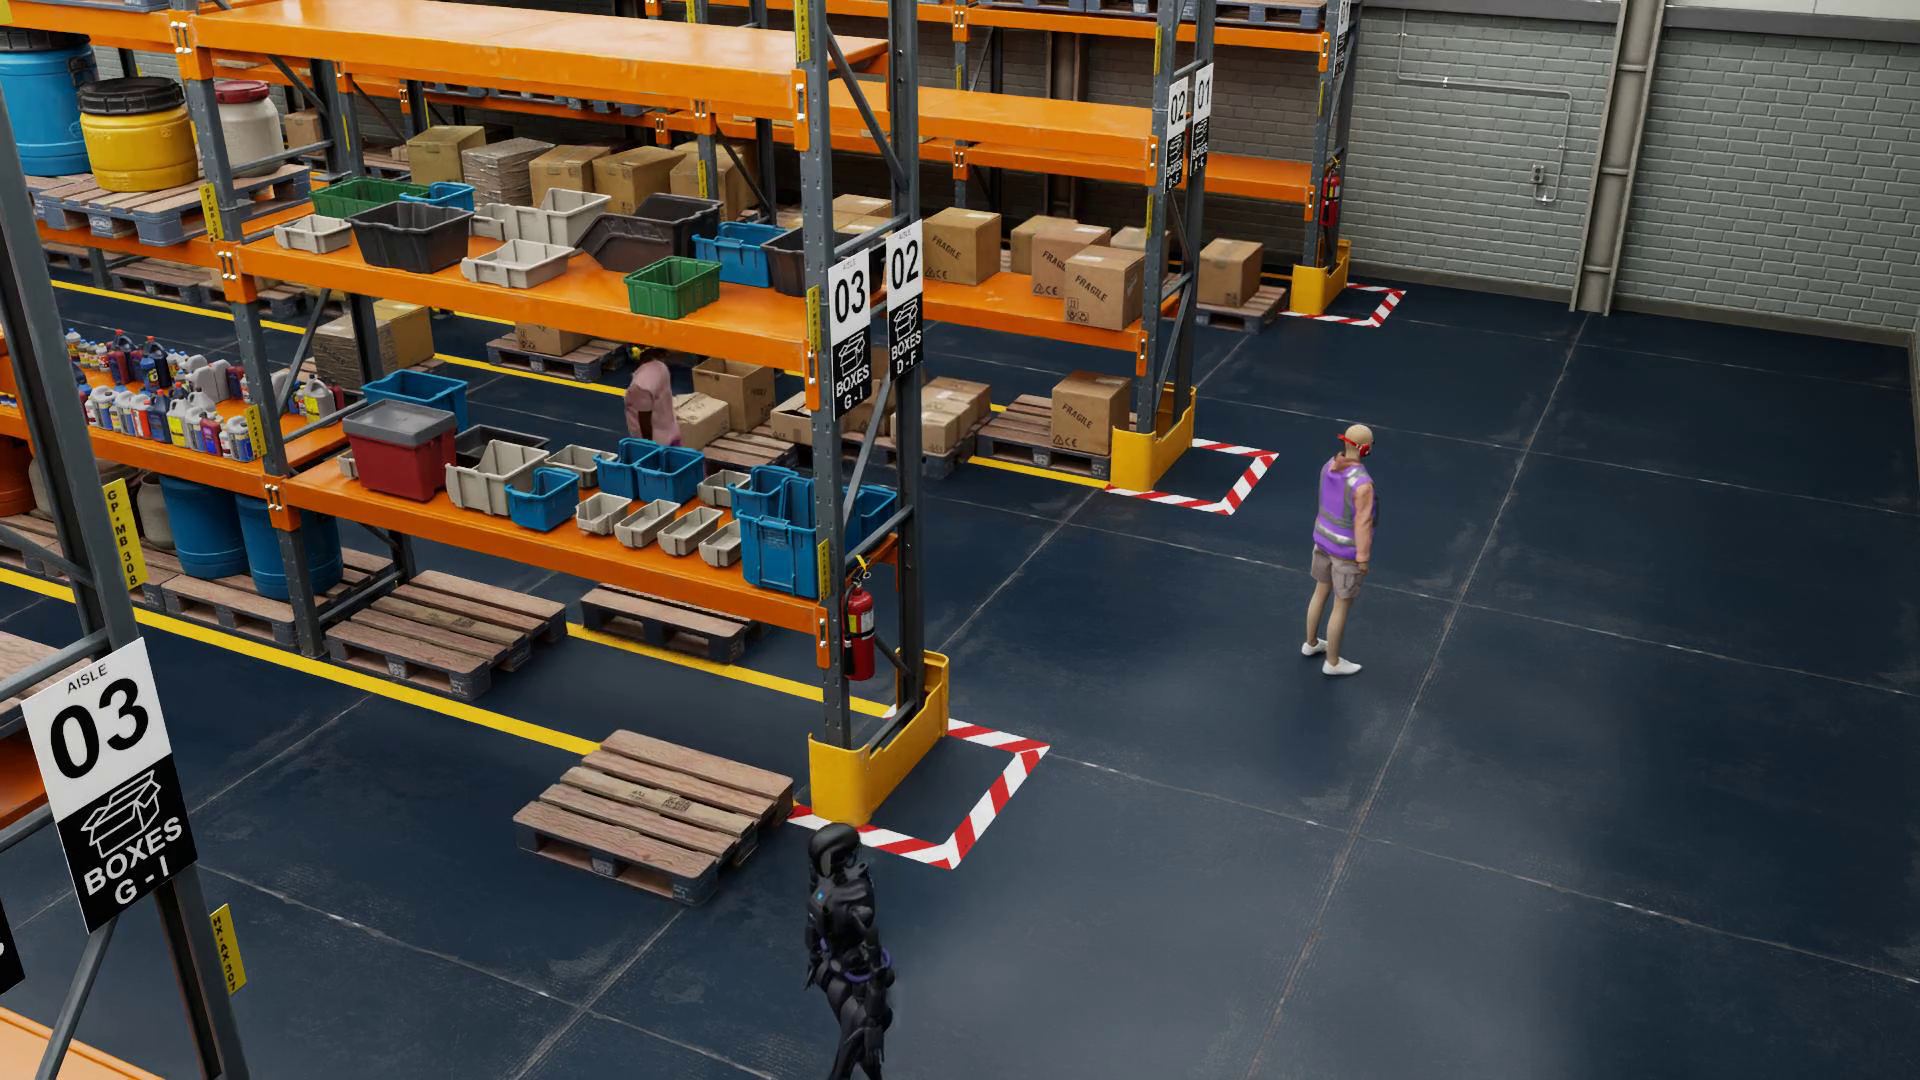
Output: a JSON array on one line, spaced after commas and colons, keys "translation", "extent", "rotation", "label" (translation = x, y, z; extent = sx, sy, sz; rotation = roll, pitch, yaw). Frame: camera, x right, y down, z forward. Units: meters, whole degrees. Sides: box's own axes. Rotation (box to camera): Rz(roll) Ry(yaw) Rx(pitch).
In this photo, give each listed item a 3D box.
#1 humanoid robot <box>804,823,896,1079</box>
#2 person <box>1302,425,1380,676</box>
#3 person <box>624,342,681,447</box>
[{"translation": [-0.506, 1.874, 6.942], "extent": [0.687, 1.632, 0.616], "rotation": [-16, 31, -30], "label": "humanoid robot"}, {"translation": [2.428, 0.058, 10.589], "extent": [0.348, 1.688, 0.491], "rotation": [-10, 28, -20], "label": "person"}, {"translation": [-2.182, -0.723, 12.090], "extent": [0.936, 1.760, 0.524], "rotation": [8, 27, 16], "label": "person"}]
